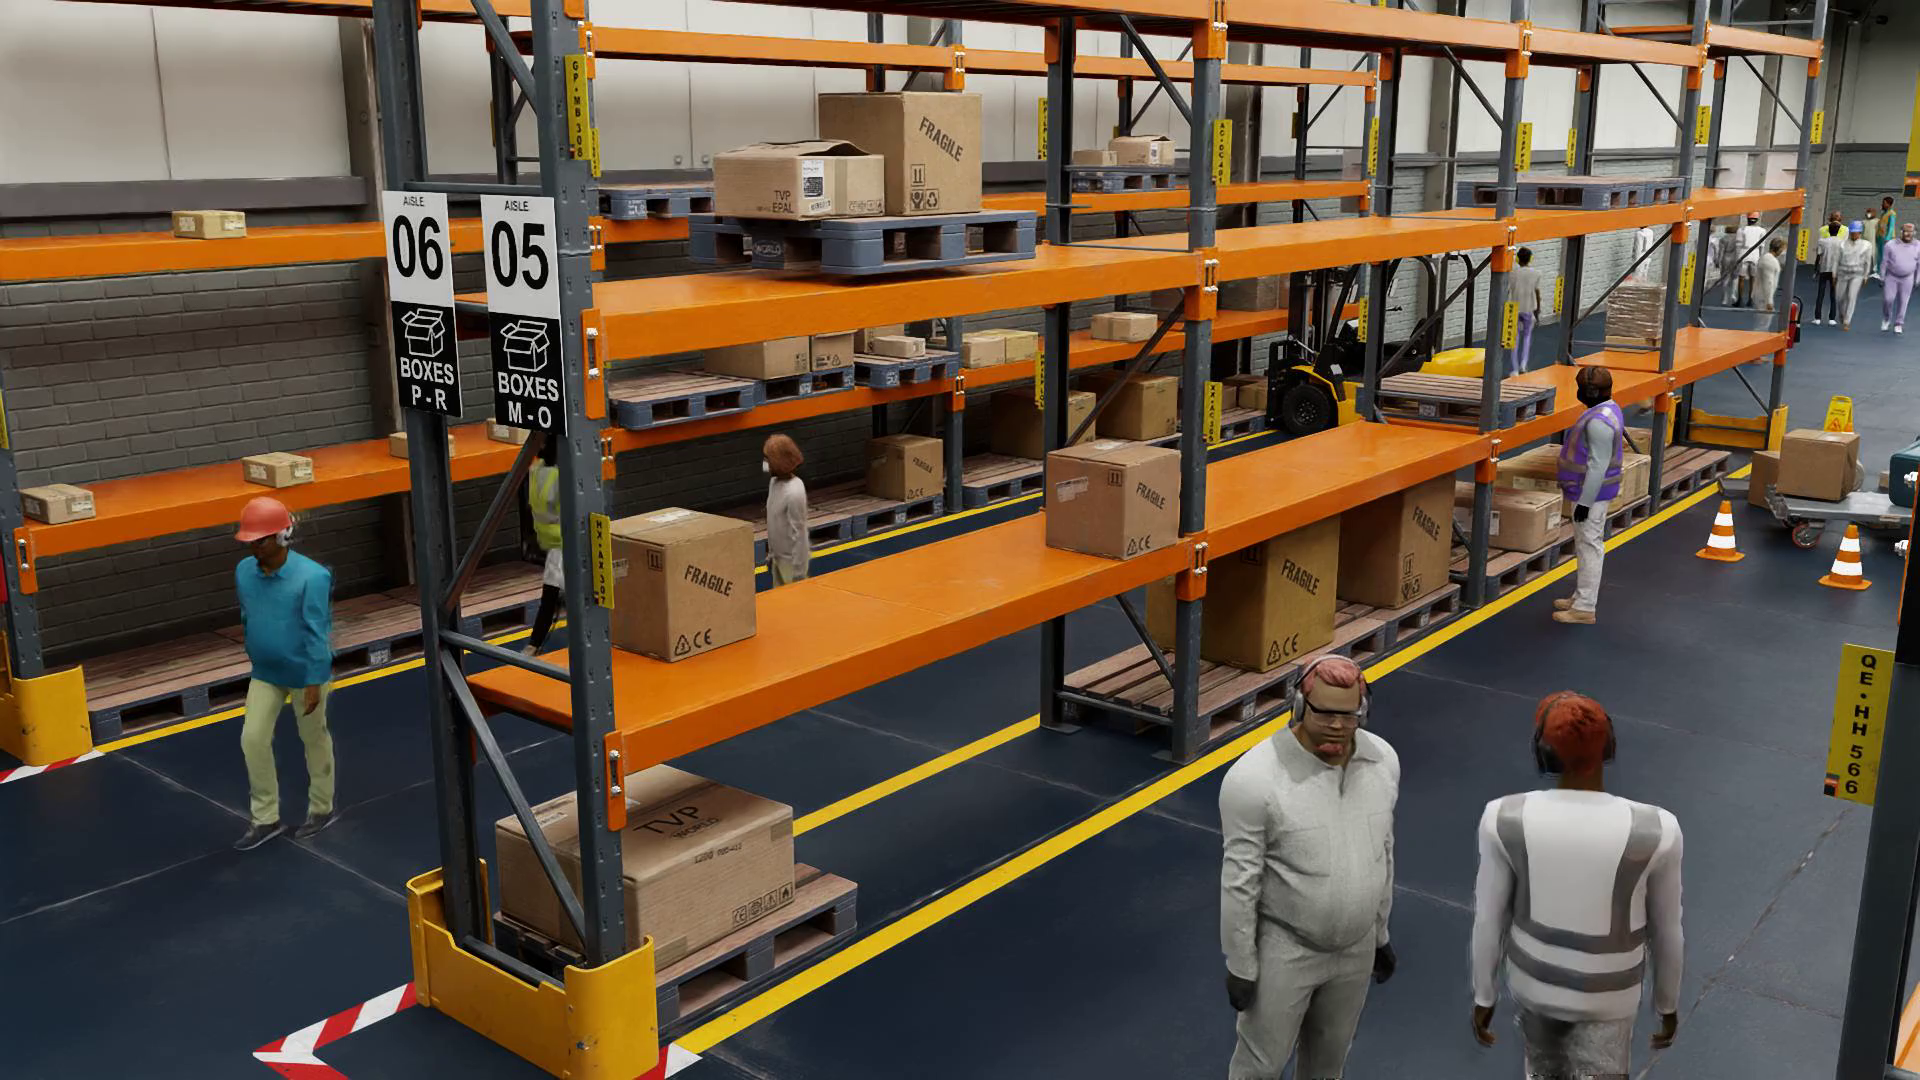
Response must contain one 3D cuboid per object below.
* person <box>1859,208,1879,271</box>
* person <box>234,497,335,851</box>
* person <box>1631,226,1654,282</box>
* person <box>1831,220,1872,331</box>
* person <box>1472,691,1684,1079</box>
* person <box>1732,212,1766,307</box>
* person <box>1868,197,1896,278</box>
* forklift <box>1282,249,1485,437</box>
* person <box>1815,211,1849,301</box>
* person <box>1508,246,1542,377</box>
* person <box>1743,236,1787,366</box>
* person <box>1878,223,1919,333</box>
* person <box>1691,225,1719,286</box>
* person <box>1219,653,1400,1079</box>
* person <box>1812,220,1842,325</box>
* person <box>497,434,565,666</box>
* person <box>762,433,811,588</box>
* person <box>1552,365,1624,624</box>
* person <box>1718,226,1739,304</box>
[{"bbox_3d":[22.372,-7.362,40.905,0.518,1.615,0.508,-11,18,-39],"label":"person"},{"bbox_3d":[-3.308,0.655,8.027,0.568,1.732,0.622,4,14,15],"label":"person"},{"bbox_3d":[13.226,-5.387,32.324,0.584,1.882,0.344,-13,19,-42],"label":"person"},{"bbox_3d":[15.710,-4.670,29.335,0.604,1.929,0.660,9,16,33],"label":"person"},{"bbox_3d":[1.827,1.352,4.982,0.589,1.841,0.866,8,16,30],"label":"person"},{"bbox_3d":[15.701,-5.595,33.135,0.543,1.911,0.568,2,14,10],"label":"person"},{"bbox_3d":[22.104,-7.227,39.745,0.392,1.920,0.587,2,14,7],"label":"person"},{"bbox_3d":[4.886,-2.214,18.767,2.313,2.155,1.214,11,18,38],"label":"forklift"},{"bbox_3d":[17.824,-5.788,34.031,0.563,1.847,0.389,6,15,22],"label":"person"},{"bbox_3d":[7.953,-3.226,23.603,0.552,1.847,0.577,3,14,12],"label":"person"},{"bbox_3d":[11.987,-3.569,24.859,0.492,1.915,0.685,5,15,21],"label":"person"},{"bbox_3d":[16.284,-4.521,28.780,0.671,1.891,0.444,6,15,25],"label":"person"},{"bbox_3d":[15.139,-5.612,33.868,0.835,1.591,0.516,-13,19,-41],"label":"person"},{"bbox_3d":[1.110,1.269,5.192,0.643,1.902,0.399,-6,15,-25],"label":"person"},{"bbox_3d":[15.722,-4.830,30.086,0.514,1.873,0.329,6,15,24],"label":"person"},{"bbox_3d":[-2.664,0.029,10.728,0.872,1.650,0.551,-12,18,-40],"label":"person"},{"bbox_3d":[-1.080,0.138,10.364,0.276,1.625,0.505,-6,15,-23],"label":"person"},{"bbox_3d":[4.450,-0.322,11.807,0.430,1.838,0.619,6,15,23],"label":"person"},{"bbox_3d":[15.601,-5.628,33.663,0.526,1.717,0.346,7,15,26],"label":"person"}]
